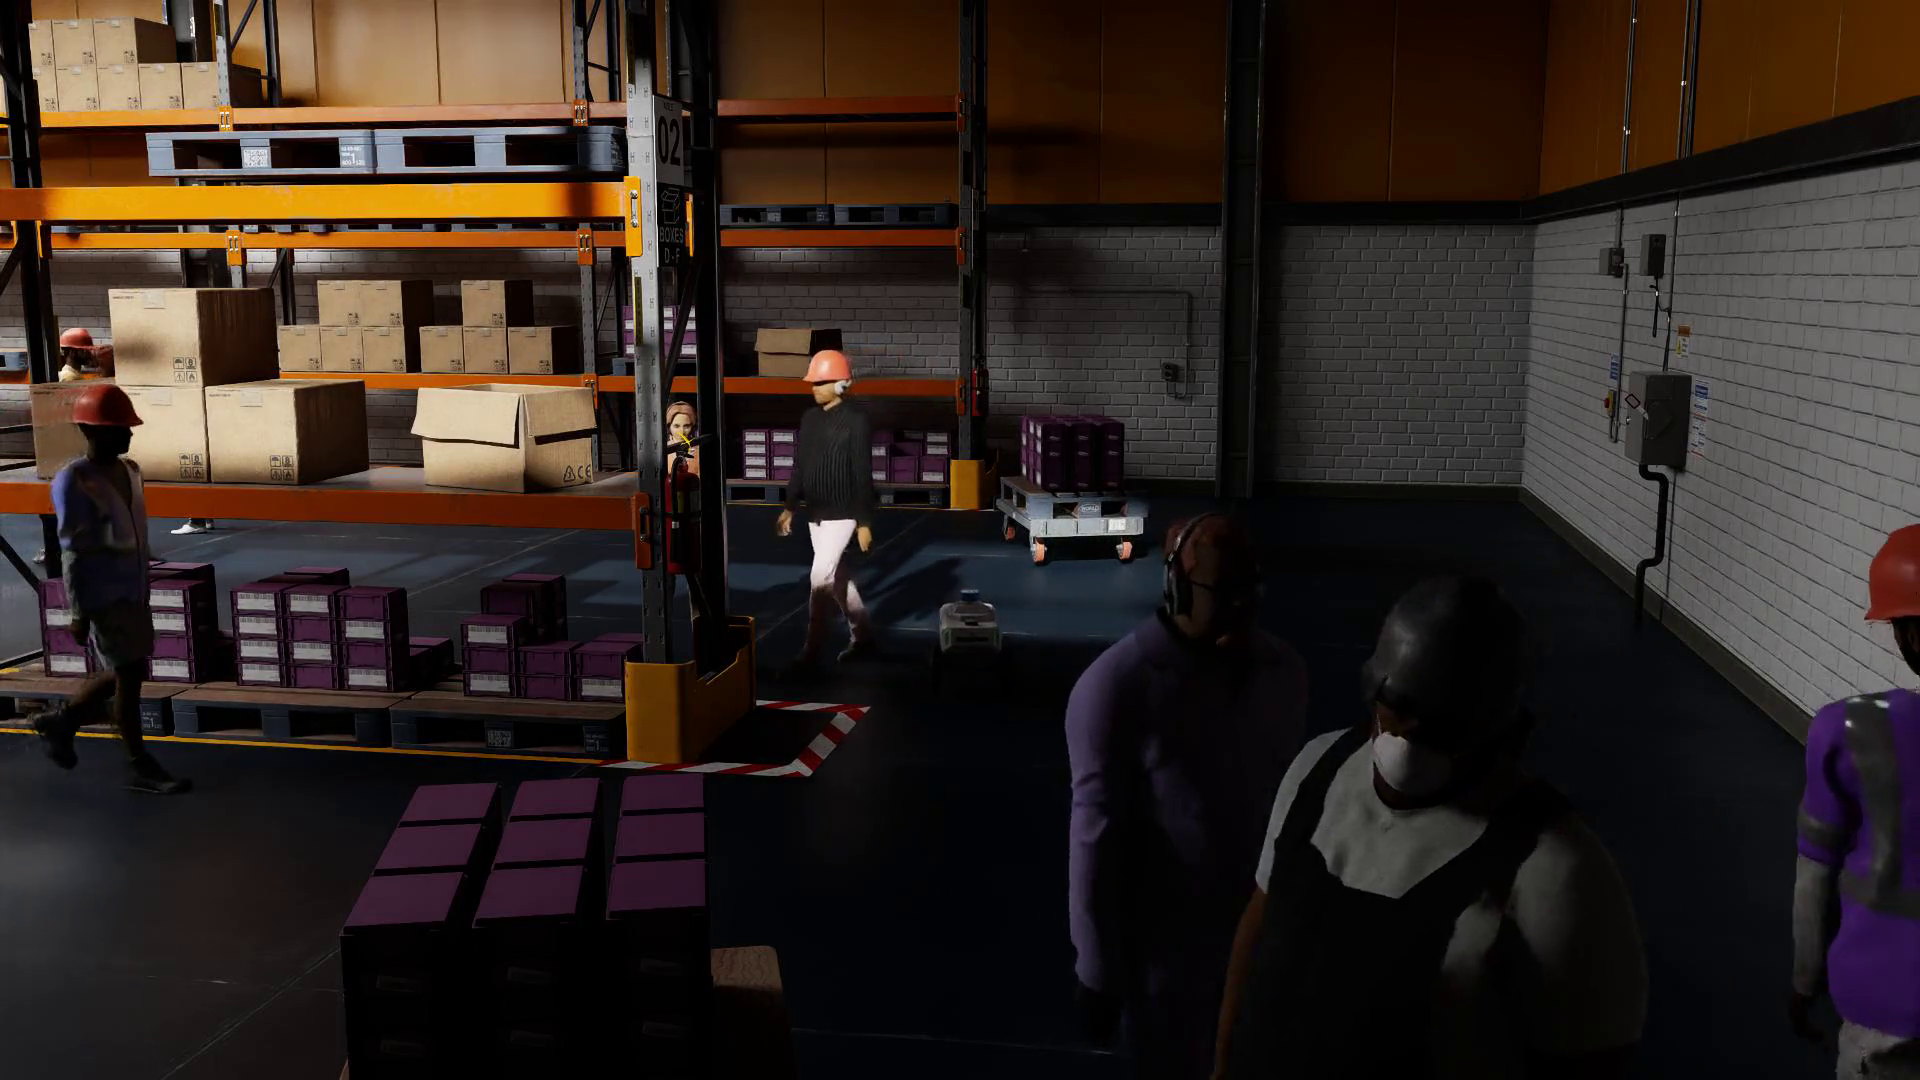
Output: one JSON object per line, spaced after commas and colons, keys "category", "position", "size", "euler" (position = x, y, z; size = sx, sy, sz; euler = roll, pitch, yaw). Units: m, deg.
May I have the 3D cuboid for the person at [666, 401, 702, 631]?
{"category": "person", "position": [-1.681, -0.019, 10.049], "size": [0.510, 1.639, 0.308], "euler": [-2, 9, -15]}

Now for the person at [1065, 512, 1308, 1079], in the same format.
{"category": "person", "position": [0.559, 0.867, 3.784], "size": [0.669, 1.906, 0.408], "euler": [-6, 11, -32]}

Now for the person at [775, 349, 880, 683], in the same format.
{"category": "person", "position": [-0.786, -0.169, 10.001], "size": [0.884, 1.960, 0.615], "euler": [-7, 12, -37]}

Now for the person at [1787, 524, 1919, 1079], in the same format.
{"category": "person", "position": [1.991, 0.921, 3.399], "size": [0.550, 1.905, 0.438], "euler": [3, 9, 15]}

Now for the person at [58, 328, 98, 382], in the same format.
{"category": "person", "position": [-7.541, -0.849, 14.279], "size": [0.375, 1.933, 0.550], "euler": [-5, 11, -31]}

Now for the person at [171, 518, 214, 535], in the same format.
{"category": "person", "position": [-7.111, -1.012, 15.309], "size": [0.365, 1.929, 0.590], "euler": [-1, 9, -5]}

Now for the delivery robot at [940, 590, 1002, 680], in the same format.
{"category": "delivery robot", "position": [0.057, 0.533, 9.686], "size": [0.477, 0.478, 0.707], "euler": [0, 9, -2]}

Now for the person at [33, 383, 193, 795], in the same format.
{"category": "person", "position": [-3.977, 0.231, 7.661], "size": [0.765, 1.914, 0.548], "euler": [1, 9, 8]}

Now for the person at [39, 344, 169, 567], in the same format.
{"category": "person", "position": [-6.841, -0.623, 13.181], "size": [0.573, 1.851, 0.924], "euler": [6, 11, 31]}
